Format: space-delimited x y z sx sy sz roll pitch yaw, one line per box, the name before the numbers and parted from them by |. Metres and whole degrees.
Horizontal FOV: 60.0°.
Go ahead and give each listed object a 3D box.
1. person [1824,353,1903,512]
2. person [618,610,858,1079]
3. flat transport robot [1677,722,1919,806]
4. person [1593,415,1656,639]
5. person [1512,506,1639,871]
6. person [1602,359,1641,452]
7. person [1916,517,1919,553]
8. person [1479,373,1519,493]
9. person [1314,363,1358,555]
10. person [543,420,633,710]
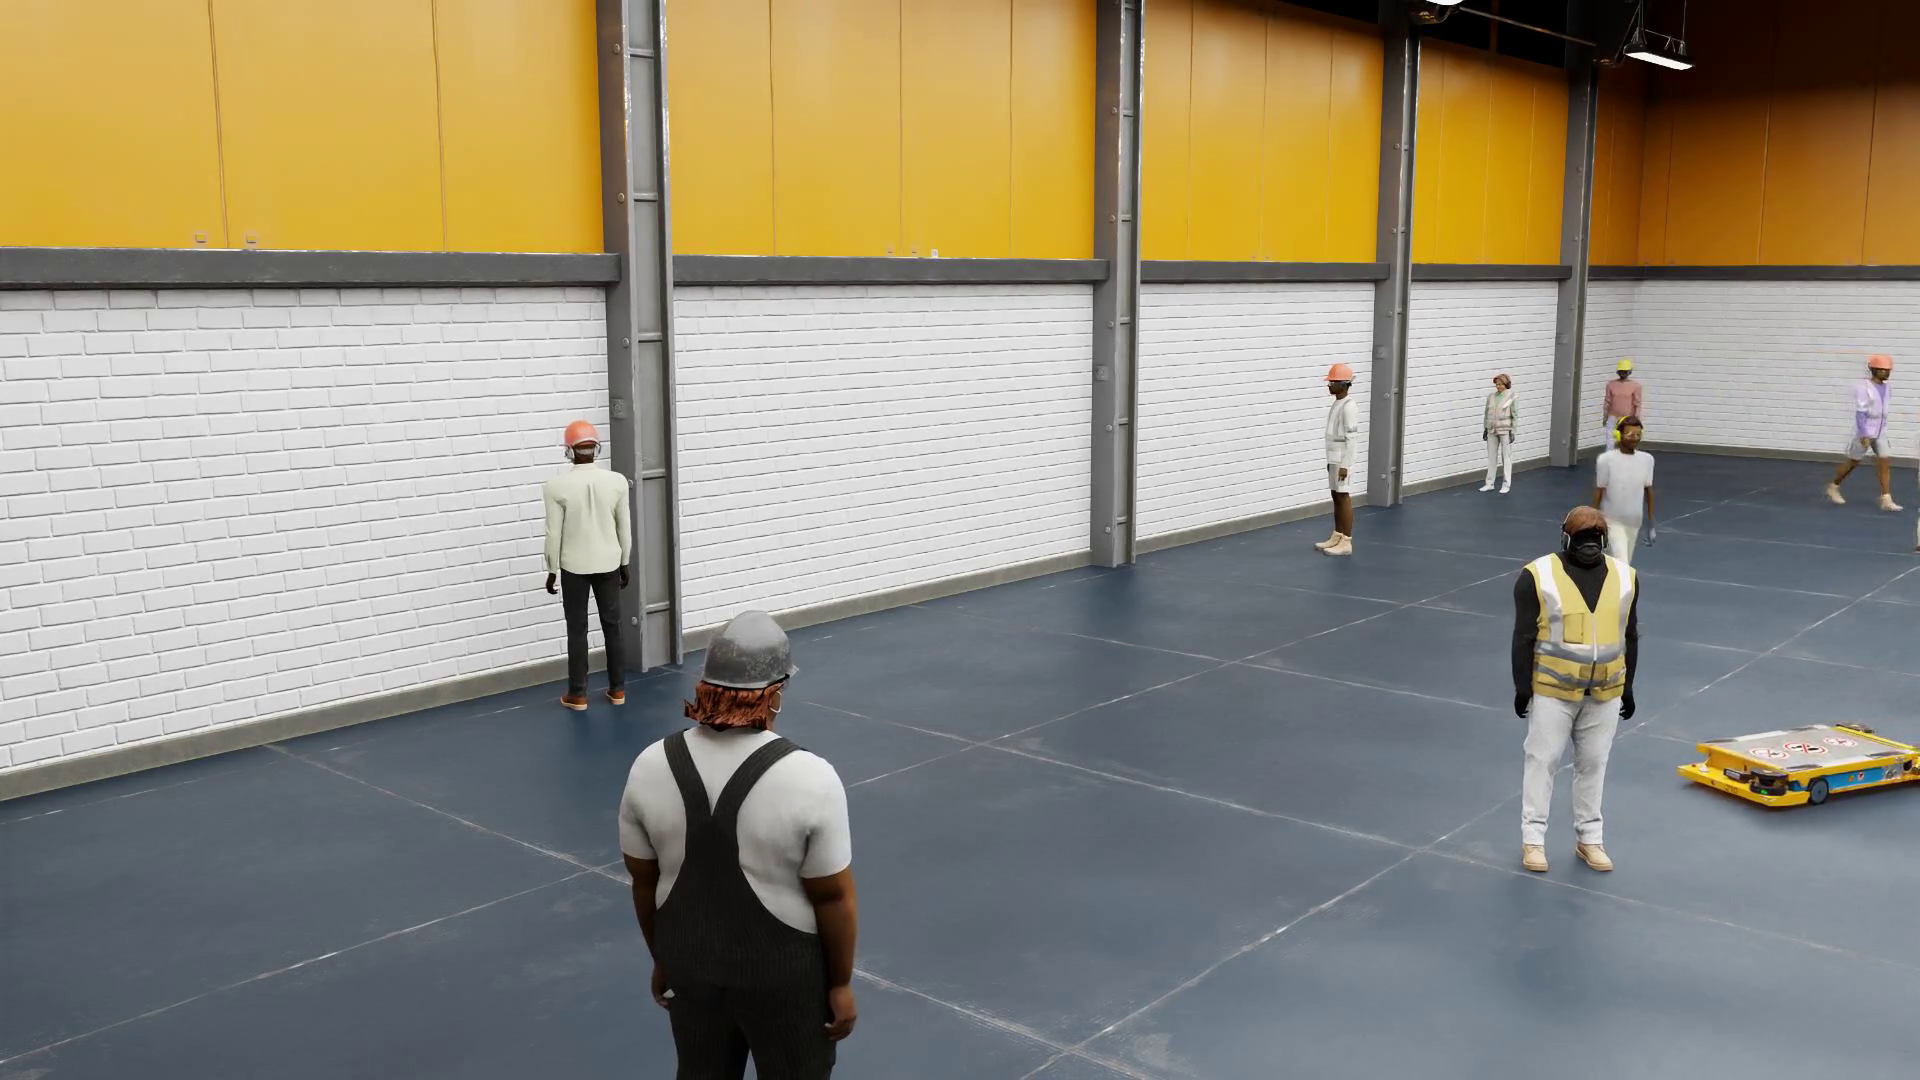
person | 11.597 -1.393 21.264 0.616 1.999 1.041 -3 10 -18
person | -0.589 1.199 4.832 0.689 2.000 0.539 3 10 18
flat transport robot | 4.993 1.299 9.739 1.431 0.197 0.652 -4 10 -23
person | 5.547 -0.152 13.965 0.527 1.841 0.909 -1 9 -8
person | 3.078 0.743 8.316 0.634 1.842 0.429 0 9 -1
person | 9.686 -1.776 24.426 0.553 1.733 0.791 6 11 35
person | 10.452 -0.647 17.748 0.364 1.620 0.509 -3 10 -21
person | 7.397 -1.459 22.778 0.310 1.640 0.514 -7 12 -38
person | 4.033 -0.859 17.743 0.378 2.045 0.605 0 9 -2
person | -2.555 0.171 11.434 0.608 1.993 0.382 -5 10 -30
